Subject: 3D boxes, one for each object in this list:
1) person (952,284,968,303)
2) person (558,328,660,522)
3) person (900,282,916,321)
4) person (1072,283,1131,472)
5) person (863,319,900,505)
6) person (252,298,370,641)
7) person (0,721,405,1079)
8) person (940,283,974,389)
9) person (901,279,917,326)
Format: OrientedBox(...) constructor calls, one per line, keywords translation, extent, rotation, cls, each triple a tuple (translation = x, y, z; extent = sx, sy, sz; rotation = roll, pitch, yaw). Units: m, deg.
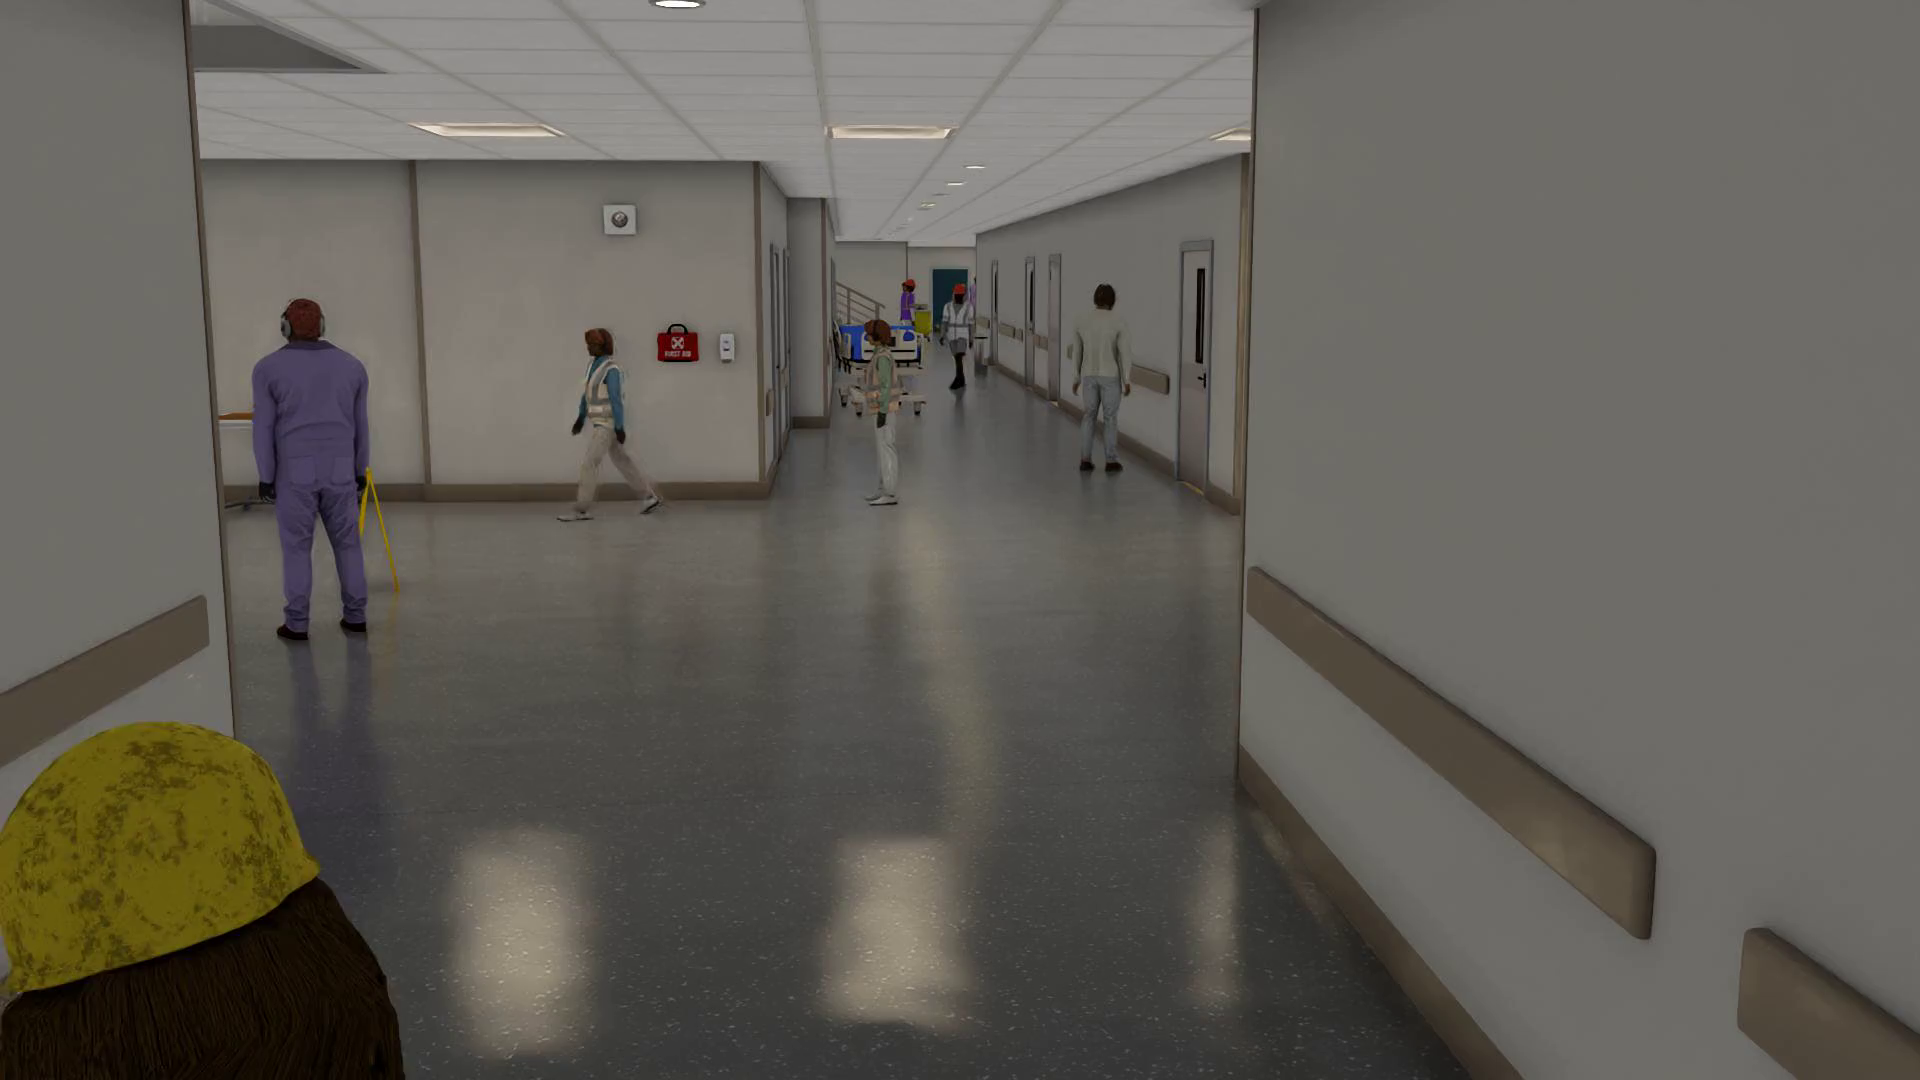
OrientedBox(translation=(-0.081, -7.600, 55.076), extent=(0.696, 1.719, 0.407), rotation=(-1, 9, -3), cls="person")
OrientedBox(translation=(-2.904, -0.965, 13.811), extent=(0.873, 1.593, 0.515), rotation=(-5, 10, -26), cls="person")
OrientedBox(translation=(-1.407, -6.017, 44.772), extent=(0.389, 1.838, 0.563), rotation=(-7, 11, -36), cls="person")
OrientedBox(translation=(1.461, -1.664, 17.138), extent=(0.628, 1.942, 0.392), rotation=(5, 10, 28), cls="person")
OrientedBox(translation=(-0.690, -1.124, 14.682), extent=(0.315, 1.636, 0.514), rotation=(-1, 9, -7), cls="person")
OrientedBox(translation=(-3.628, -0.399, 9.332), extent=(0.644, 1.897, 0.400), rotation=(-8, 12, -41), cls="person")
OrientedBox(translation=(-0.500, 0.980, 1.231), extent=(0.519, 1.710, 0.549), rotation=(4, 10, 23), cls="person")
OrientedBox(translation=(-0.022, -3.650, 29.812), extent=(0.551, 1.888, 1.026), rotation=(3, 10, 18), cls="person")
OrientedBox(translation=(-1.266, -5.554, 41.600), extent=(0.393, 1.929, 0.548), rotation=(-5, 10, -28), cls="person")
